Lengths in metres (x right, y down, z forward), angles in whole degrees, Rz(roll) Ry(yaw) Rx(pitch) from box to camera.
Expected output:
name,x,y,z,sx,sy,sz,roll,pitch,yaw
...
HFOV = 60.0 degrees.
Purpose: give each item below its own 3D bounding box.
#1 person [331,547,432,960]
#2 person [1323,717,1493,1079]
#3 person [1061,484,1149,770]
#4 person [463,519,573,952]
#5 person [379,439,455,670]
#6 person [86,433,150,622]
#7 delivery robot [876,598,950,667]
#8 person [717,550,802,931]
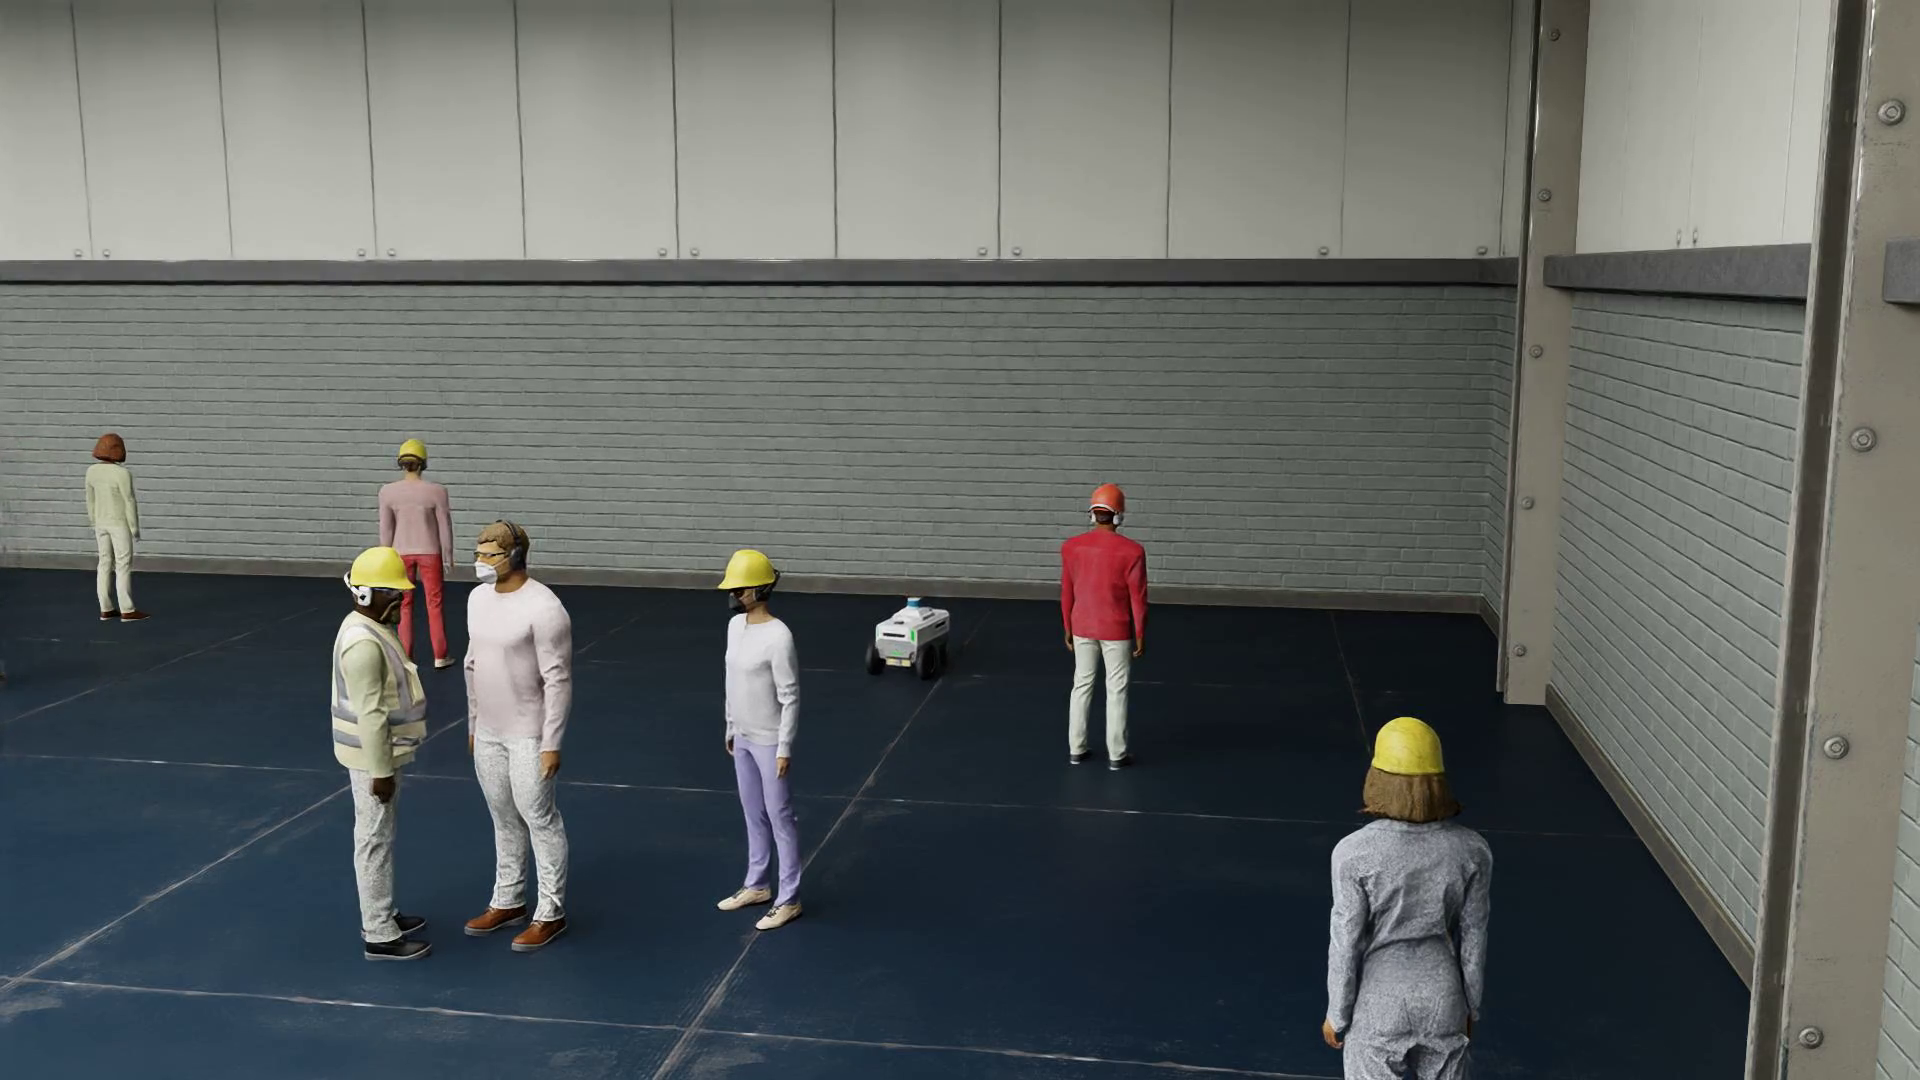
name,x,y,z,sx,sy,sz,roll,pitch,yaw
person,-2.565,0.935,7.386,0.404,1.827,0.590,-3,10,-17
person,1.308,1.376,4.928,0.484,1.742,0.301,-1,9,-7
person,0.893,0.524,10.177,0.568,1.743,0.350,5,10,28
person,-2.002,0.865,7.474,0.635,1.939,0.366,7,11,35
person,-4.121,0.113,12.651,0.533,1.765,0.330,-1,9,-6
person,-7.327,-0.109,14.421,0.507,1.632,0.268,4,10,21
delivery robot,-0.350,0.680,12.582,0.477,0.478,0.707,4,10,23
person,-0.939,0.916,7.693,0.330,1.767,0.528,-7,12,-37
